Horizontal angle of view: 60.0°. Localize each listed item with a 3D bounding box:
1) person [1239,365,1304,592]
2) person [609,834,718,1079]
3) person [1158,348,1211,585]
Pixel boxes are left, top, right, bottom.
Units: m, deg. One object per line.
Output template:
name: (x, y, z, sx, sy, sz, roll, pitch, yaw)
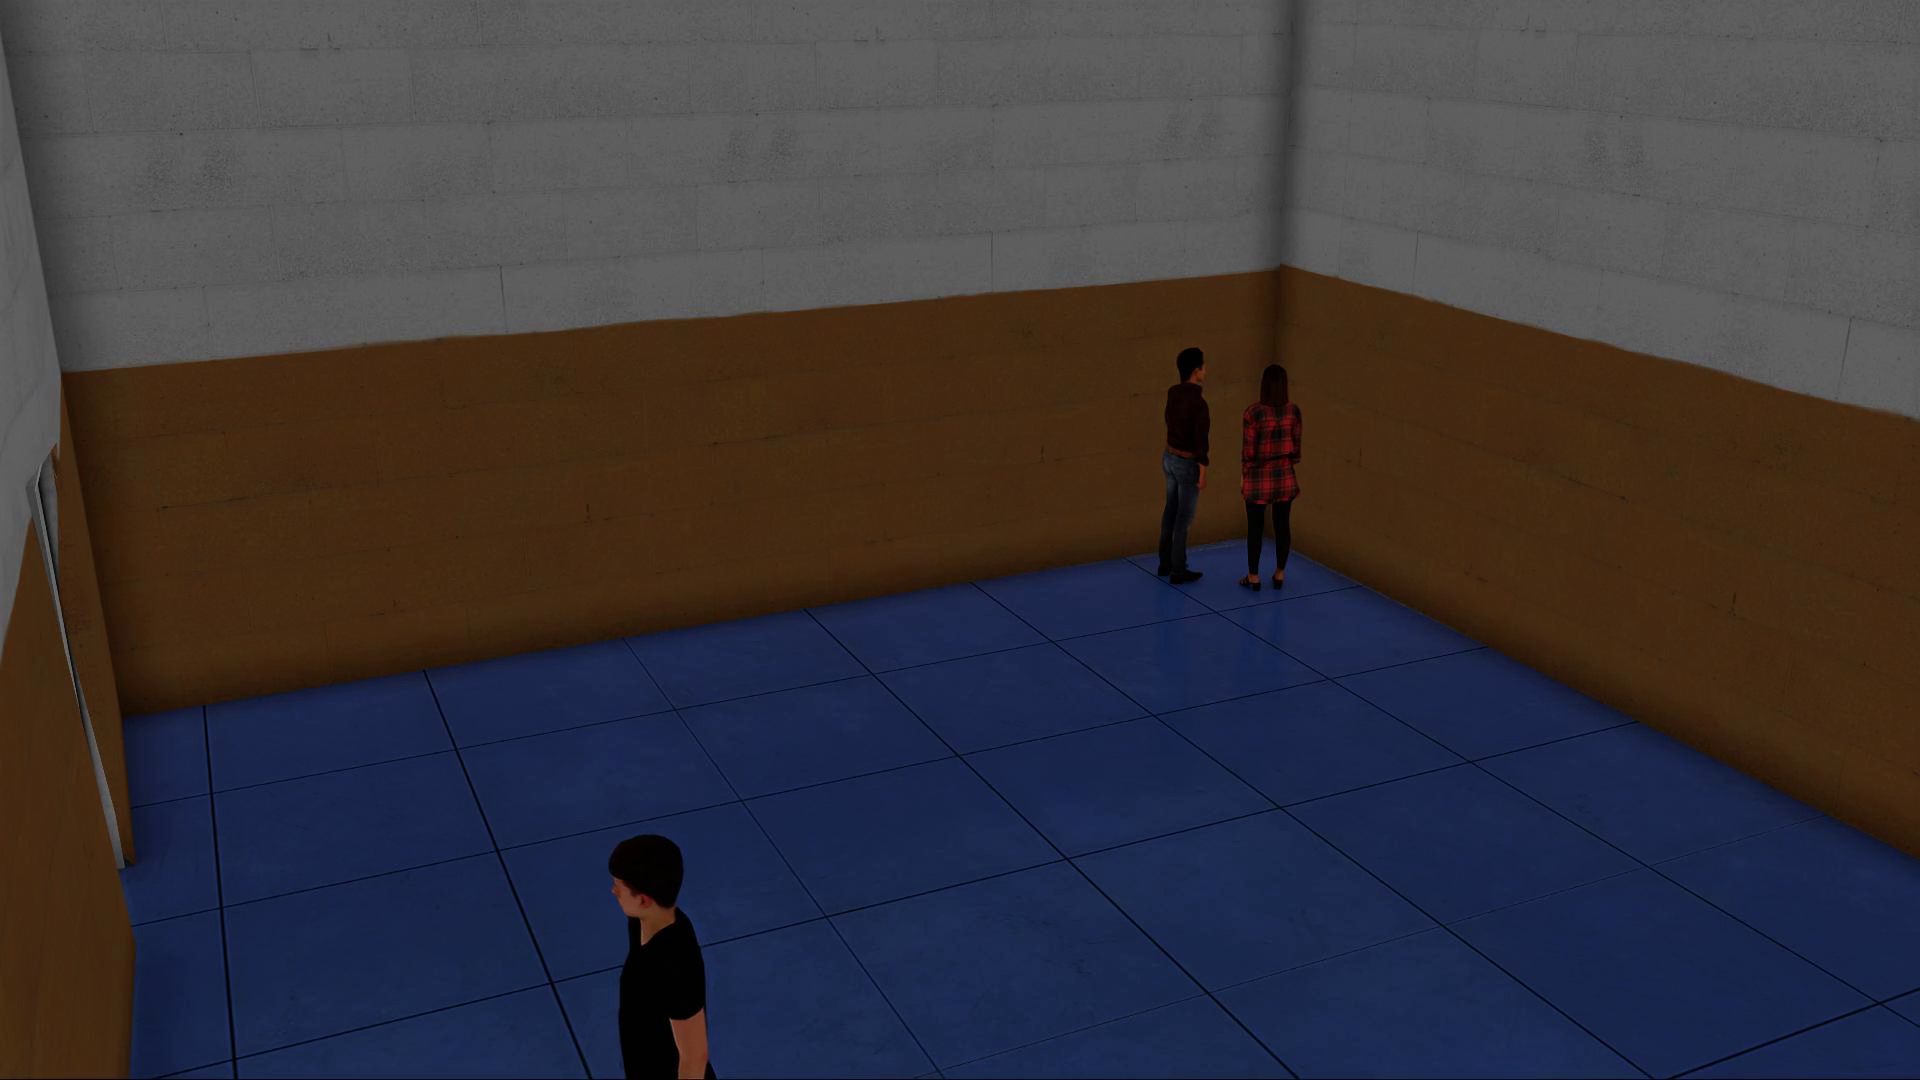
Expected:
person: (2.274, -0.458, 12.215, 0.570, 1.703, 0.722, -3, 19, -10)
person: (-0.919, 1.775, 5.346, 0.537, 1.861, 0.673, -9, 20, -24)
person: (1.652, -0.559, 12.397, 0.509, 1.778, 0.632, -9, 21, -26)
